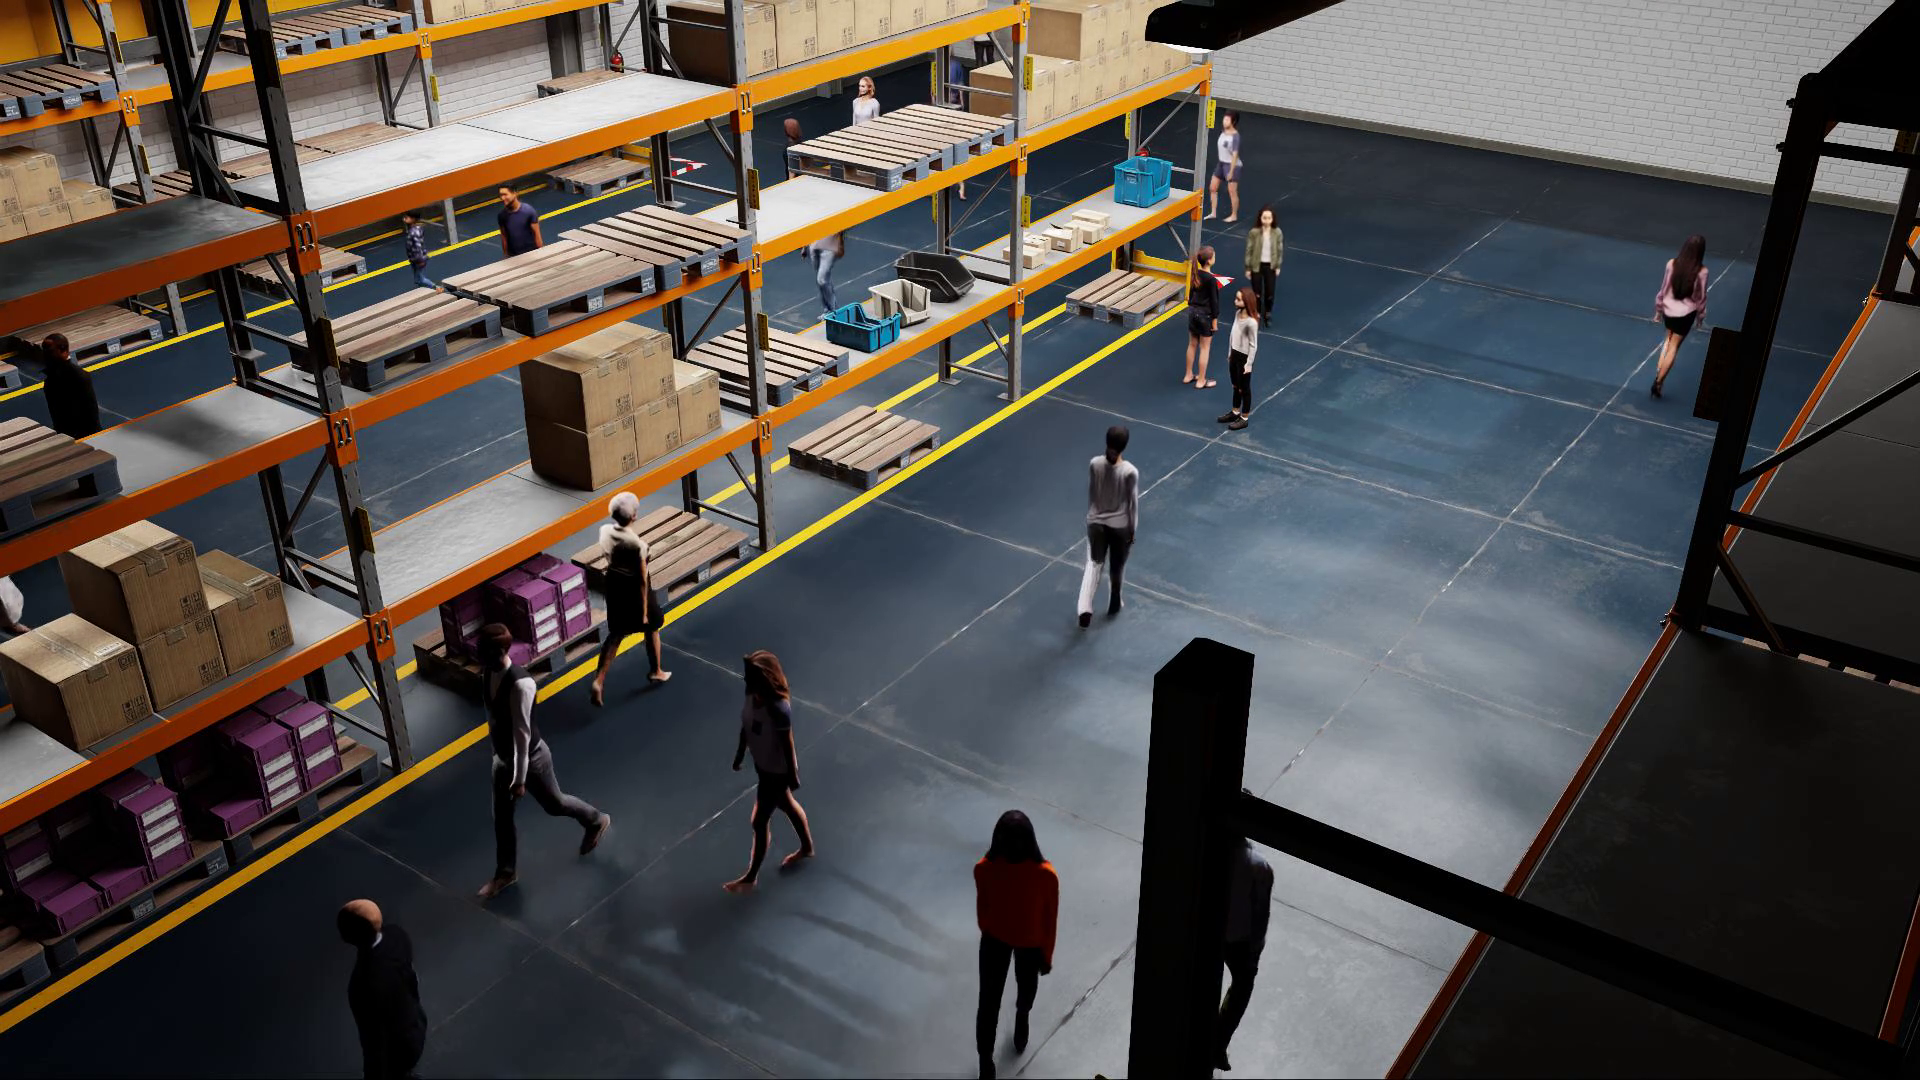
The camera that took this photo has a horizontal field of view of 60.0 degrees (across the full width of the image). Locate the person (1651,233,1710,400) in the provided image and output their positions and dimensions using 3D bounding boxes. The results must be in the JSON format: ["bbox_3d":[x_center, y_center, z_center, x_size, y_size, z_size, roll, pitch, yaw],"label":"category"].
[{"bbox_3d":[7.434,-2.288,17.309,0.688,1.799,0.695,-23,36,-36],"label":"person"}]

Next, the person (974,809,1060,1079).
[{"bbox_3d":[0.323,2.164,9.224,0.880,1.725,1.049,3,29,6],"label":"person"}]

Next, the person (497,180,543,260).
[{"bbox_3d":[-5.009,-3.307,19.206,0.875,1.771,0.961,1,29,2],"label":"person"}]

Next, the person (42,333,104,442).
[{"bbox_3d":[-7.785,-0.940,14.727,0.690,1.905,0.618,16,32,27],"label":"person"}]

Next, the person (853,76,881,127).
[{"bbox_3d":[-1.313,-5.626,23.431,0.598,1.797,0.528,16,32,27],"label":"person"}]

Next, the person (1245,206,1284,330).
[{"bbox_3d":[3.508,-3.173,19.278,0.673,1.467,0.688,2,29,4],"label":"person"}]

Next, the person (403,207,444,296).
[{"bbox_3d":[-6.466,-3.420,19.963,0.719,1.244,0.630,-16,33,-27],"label":"person"}]

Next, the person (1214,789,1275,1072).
[{"bbox_3d":[1.402,2.190,9.099,0.733,1.798,0.795,14,32,24],"label":"person"}]

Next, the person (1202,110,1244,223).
[{"bbox_3d":[3.739,-5.124,22.770,0.825,1.548,0.735,-14,32,-24],"label":"person"}]

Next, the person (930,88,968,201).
[{"bbox_3d":[-0.260,-5.631,23.580,0.858,1.663,0.932,25,37,37],"label":"person"}]

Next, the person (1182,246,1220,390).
[{"bbox_3d":[2.578,-2.394,17.758,0.620,1.555,0.607,-20,35,-32],"label":"person"}]

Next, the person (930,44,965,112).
[{"bbox_3d":[-0.177,-6.556,25.088,0.934,1.843,1.210,6,29,11],"label":"person"}]

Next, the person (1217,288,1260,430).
[{"bbox_3d":[2.861,-1.848,16.832,0.637,1.484,0.611,-10,30,-18],"label":"person"}]

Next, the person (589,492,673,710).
[{"bbox_3d":[-2.521,0.475,12.321,0.659,1.724,1.055,16,32,27],"label":"person"}]

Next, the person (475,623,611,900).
[{"bbox_3d":[-2.690,1.336,10.551,0.740,1.908,1.226,22,36,35],"label":"person"}]

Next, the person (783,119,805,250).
[{"bbox_3d":[-2.122,-4.672,21.779,0.712,1.703,0.562,7,29,12],"label":"person"}]

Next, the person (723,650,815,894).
[{"bbox_3d":[-1.111,1.418,10.620,1.010,1.698,0.836,-14,31,-24],"label":"person"}]

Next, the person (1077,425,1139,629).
[{"bbox_3d":[1.168,-0.085,13.314,0.711,1.756,0.973,12,31,21],"label":"person"}]

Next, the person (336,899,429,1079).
[{"bbox_3d":[-2.811,2.544,8.461,0.957,1.788,0.899,-3,29,-5],"label":"person"}]
